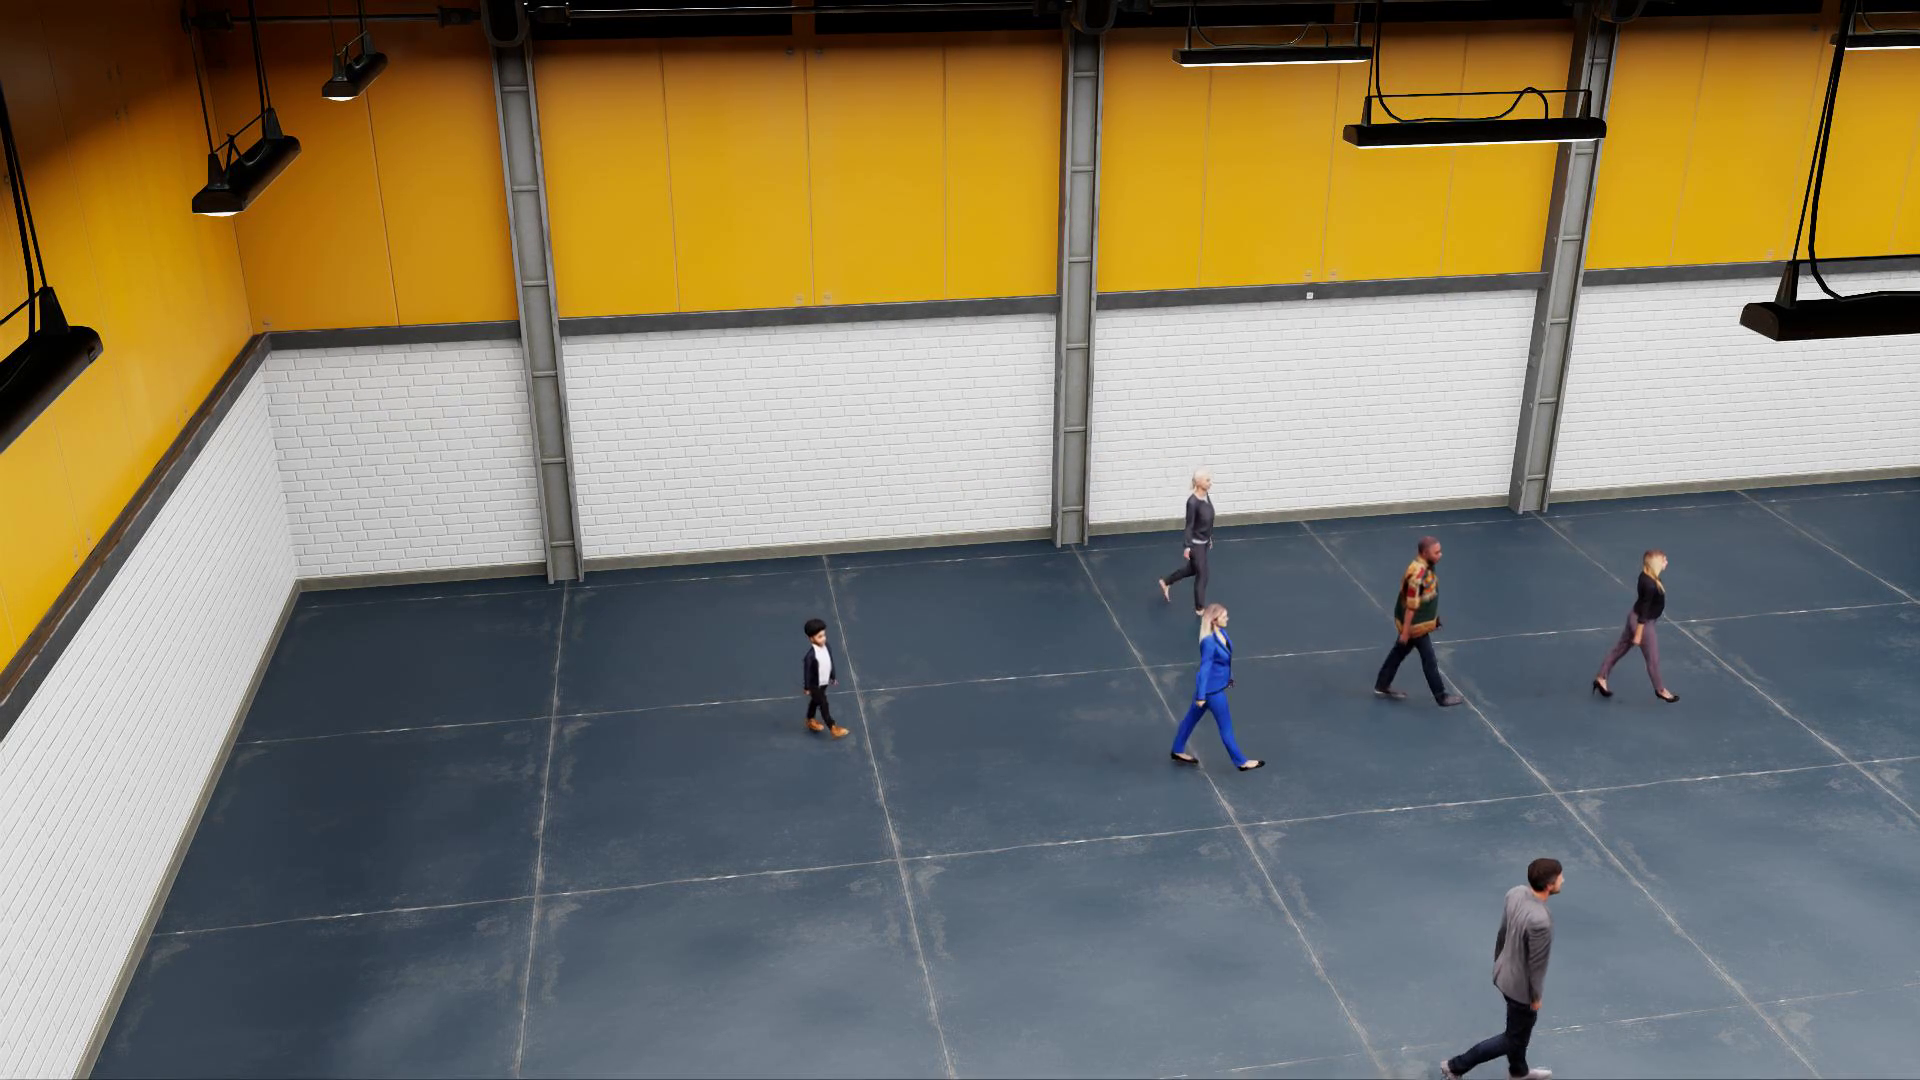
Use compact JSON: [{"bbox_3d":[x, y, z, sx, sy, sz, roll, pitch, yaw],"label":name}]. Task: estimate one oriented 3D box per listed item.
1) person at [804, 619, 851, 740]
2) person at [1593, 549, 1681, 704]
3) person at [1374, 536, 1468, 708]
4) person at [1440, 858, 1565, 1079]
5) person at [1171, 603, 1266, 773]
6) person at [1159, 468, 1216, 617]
[{"bbox_3d":[-1.388,1.301,15.828,0.863,1.202,0.793,14,27,30],"label":"person"},{"bbox_3d":[6.569,0.859,16.303,1.114,1.631,0.857,5,24,10],"label":"person"},{"bbox_3d":[4.381,0.792,16.295,1.256,1.761,1.116,11,26,24],"label":"person"},{"bbox_3d":[3.696,2.978,11.188,1.126,1.846,0.796,-1,24,-2],"label":"person"},{"bbox_3d":[2.182,1.351,15.147,1.205,1.656,0.974,7,25,15],"label":"person"},{"bbox_3d":[2.522,-0.008,18.195,1.072,1.704,0.944,11,26,24],"label":"person"}]
